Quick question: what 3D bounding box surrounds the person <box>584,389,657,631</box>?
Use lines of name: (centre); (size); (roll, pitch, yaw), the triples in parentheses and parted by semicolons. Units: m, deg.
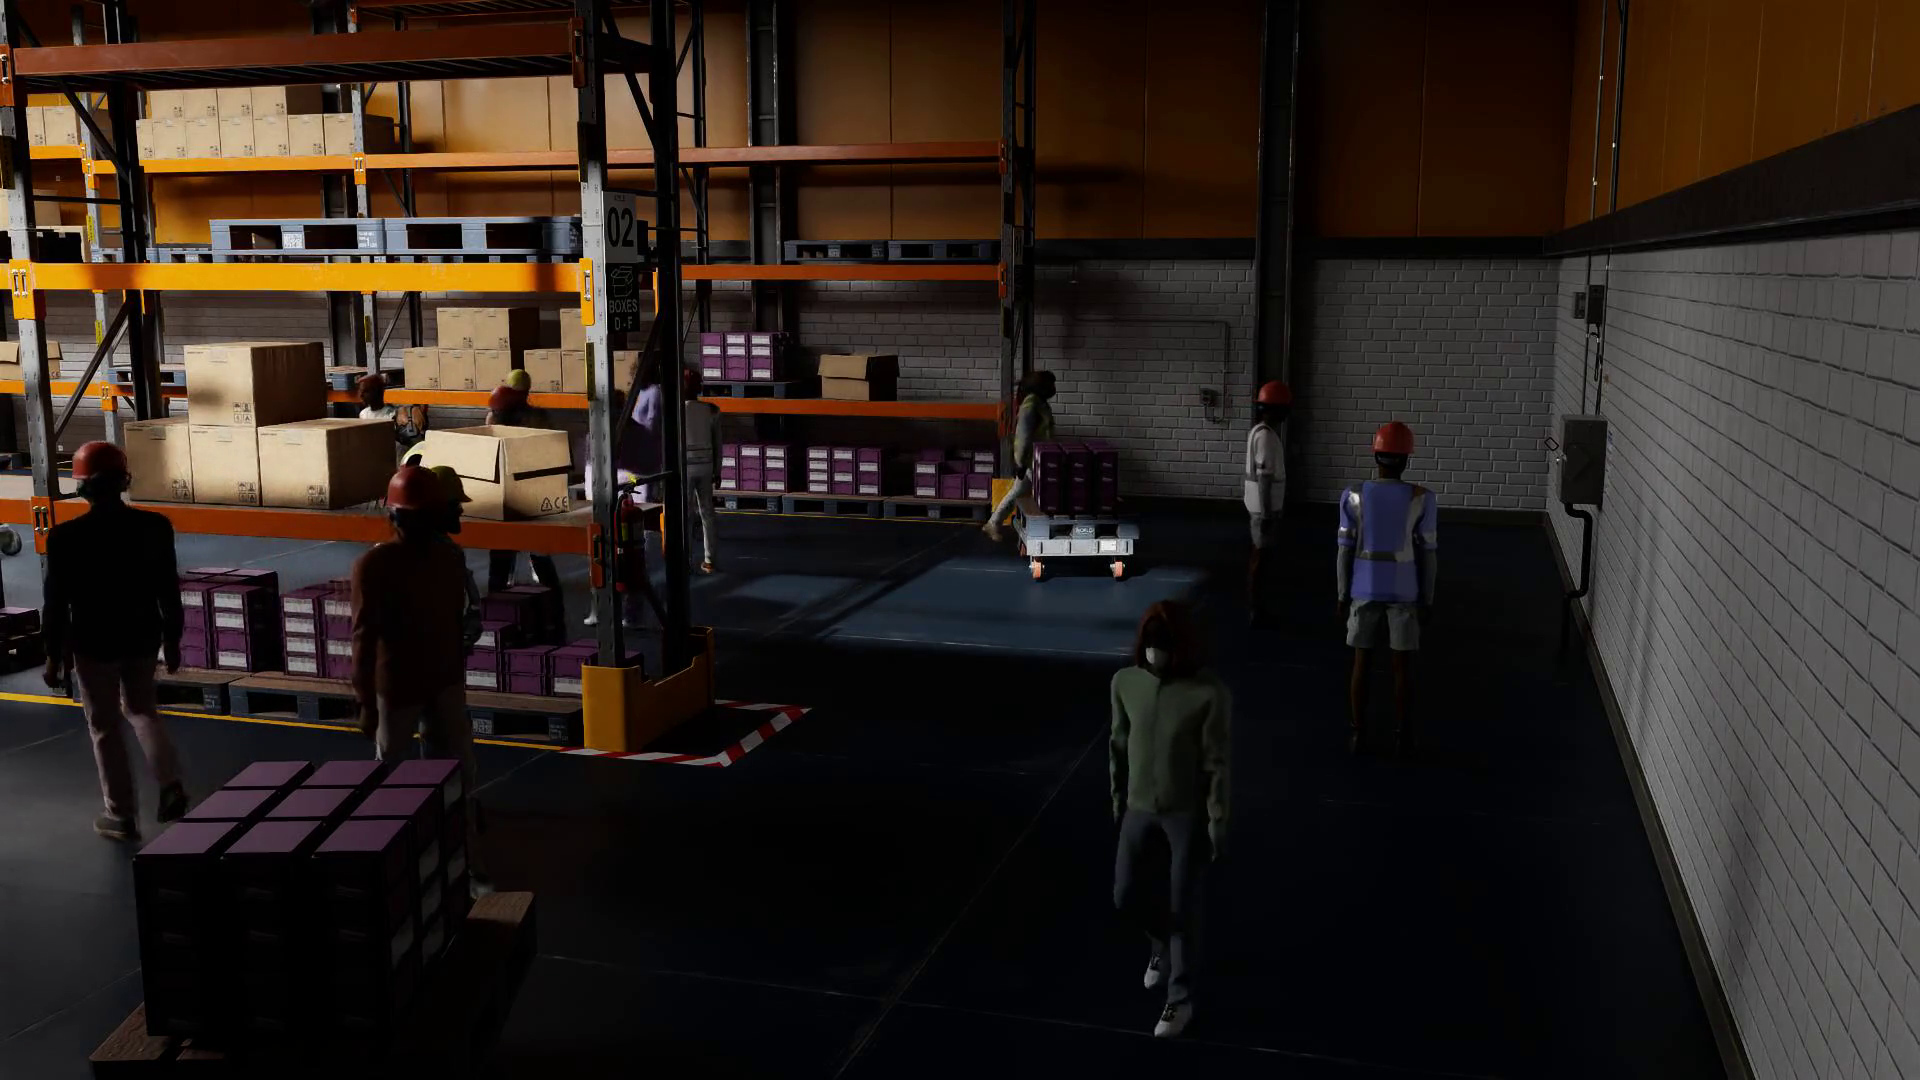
person: (-2.676, -0.235, 12.945); (0.655, 1.878, 0.649); (-7, 12, -38)

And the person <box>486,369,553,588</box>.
person: (-3.851, -0.542, 14.625); (0.589, 1.925, 0.378); (-4, 10, -23)

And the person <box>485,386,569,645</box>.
person: (-3.302, -0.177, 12.410); (1.080, 1.939, 0.621); (8, 12, 41)

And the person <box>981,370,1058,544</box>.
person: (0.674, -0.815, 16.723); (0.974, 1.802, 0.636); (2, 9, 11)

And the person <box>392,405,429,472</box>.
person: (-3.853, -0.042, 11.869); (0.429, 1.837, 0.628); (-3, 10, -15)

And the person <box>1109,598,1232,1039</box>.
person: (0.777, 1.006, 6.133); (0.506, 1.622, 0.403); (6, 11, 31)

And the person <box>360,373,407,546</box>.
person: (-5.107, -0.532, 14.697); (0.584, 1.882, 0.337); (7, 12, 37)

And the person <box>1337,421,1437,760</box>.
person: (2.441, 0.288, 9.534); (0.552, 1.935, 0.367); (3, 10, 19)

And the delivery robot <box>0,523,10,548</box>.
delivery robot: (-9.557, -0.143, 16.082); (0.707, 0.478, 0.477); (4, 10, 23)

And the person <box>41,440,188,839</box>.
person: (-4.128, 0.498, 8.118); (0.440, 1.976, 0.626); (6, 11, 34)

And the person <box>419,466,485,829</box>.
person: (-2.591, 0.537, 8.343); (0.404, 1.828, 0.601); (-3, 10, -18)

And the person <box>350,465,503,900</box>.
person: (-2.503, 0.624, 7.467); (0.955, 1.958, 0.646); (6, 11, 33)

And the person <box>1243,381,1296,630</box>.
person: (2.406, -0.273, 12.963); (0.376, 1.933, 0.553); (1, 9, 7)

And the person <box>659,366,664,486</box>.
person: (-3.121, -1.073, 18.038); (0.516, 1.872, 0.327); (-5, 10, -26)

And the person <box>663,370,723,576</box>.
person: (-2.440, -0.612, 15.187); (0.584, 1.882, 0.346); (-6, 11, -33)

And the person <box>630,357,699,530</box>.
person: (-3.139, -0.912, 16.935); (0.795, 1.909, 0.623); (-7, 11, -35)
